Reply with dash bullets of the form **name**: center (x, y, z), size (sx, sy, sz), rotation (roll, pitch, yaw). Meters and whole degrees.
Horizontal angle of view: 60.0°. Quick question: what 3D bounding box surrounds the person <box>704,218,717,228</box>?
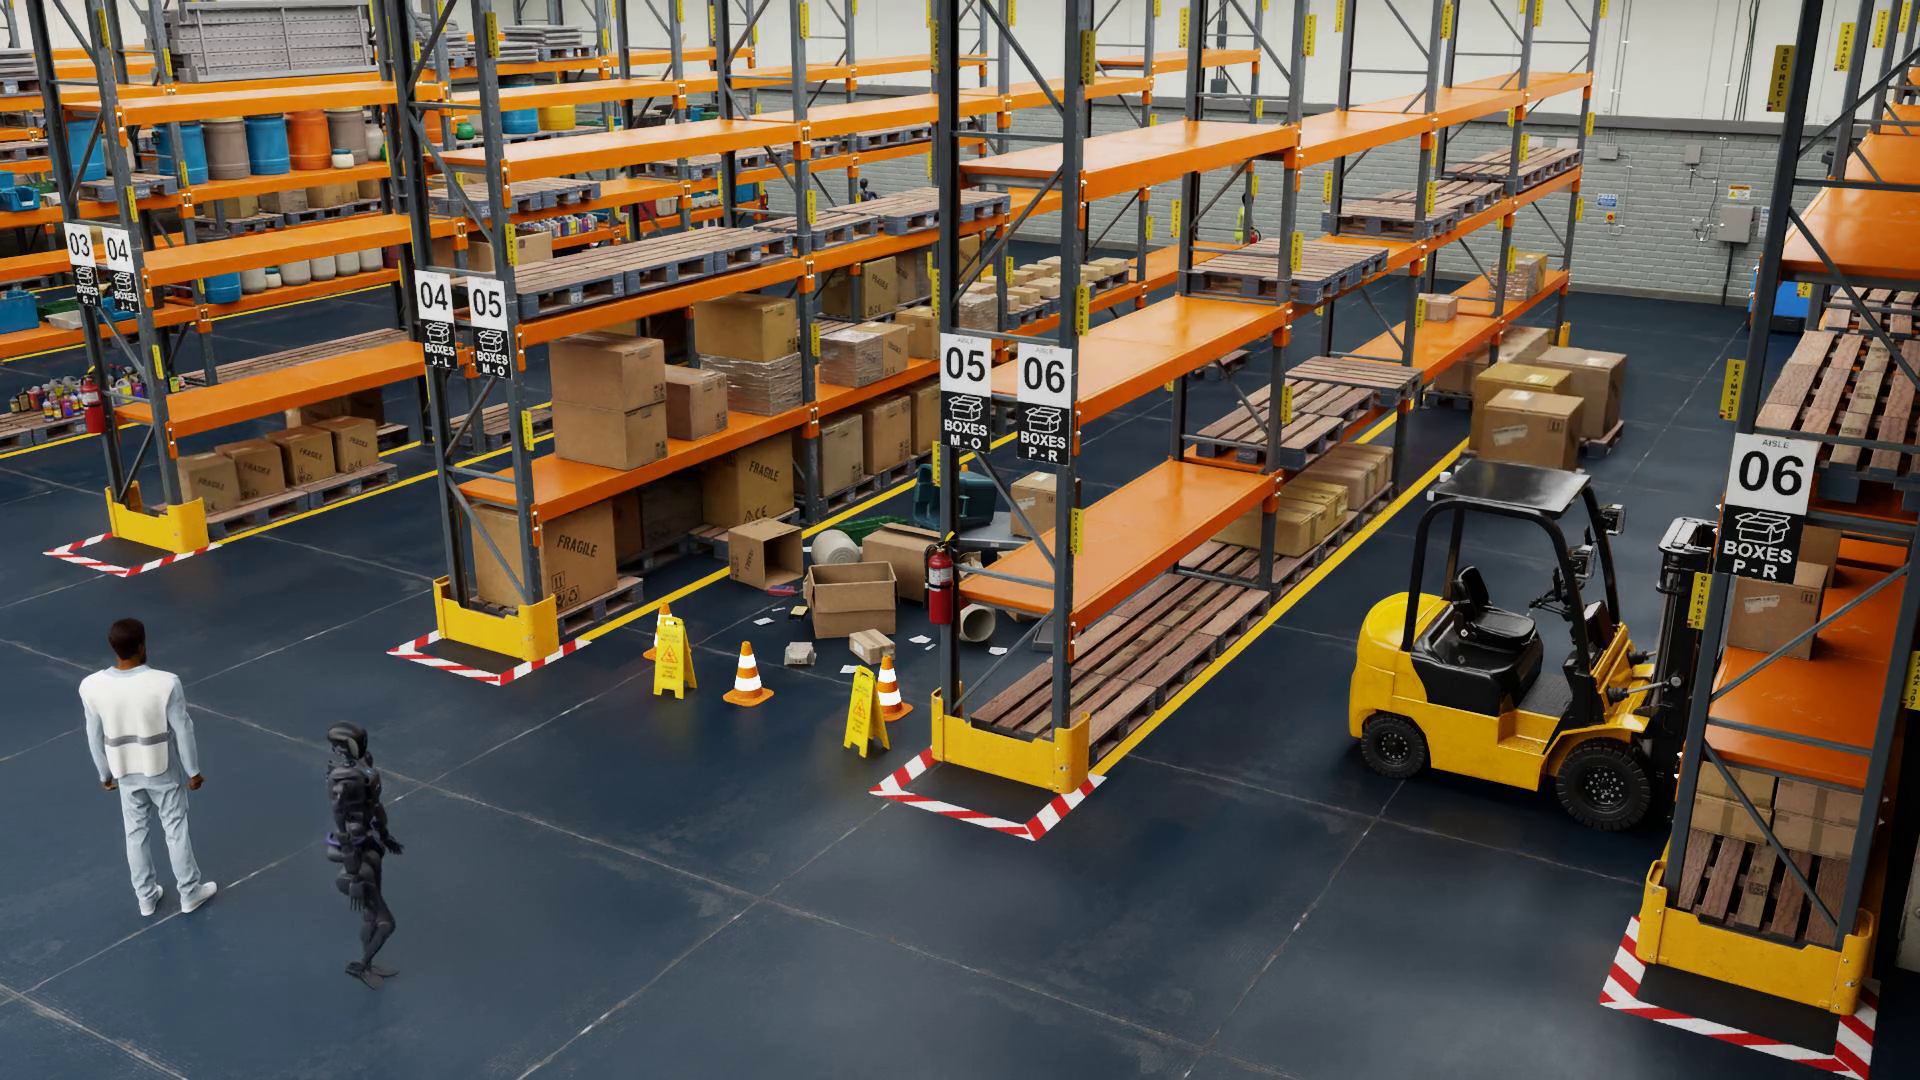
- **person**: center (-5.243, -7.062, 34.864), size (0.489, 1.688, 0.351), rotation (-6, 20, -18)

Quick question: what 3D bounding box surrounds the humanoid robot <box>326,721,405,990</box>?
- **humanoid robot**: center (-3.357, 1.762, 9.372), size (0.343, 1.649, 0.584), rotation (0, 19, -1)

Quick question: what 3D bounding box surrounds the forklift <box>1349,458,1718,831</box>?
- **forklift**: center (3.988, 0.658, 11.776), size (2.313, 2.155, 1.214), rotation (11, 22, 29)

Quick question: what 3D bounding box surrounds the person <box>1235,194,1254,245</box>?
- **person**: center (5.191, -5.513, 30.382), size (0.319, 1.687, 0.538), rotation (-1, 19, -4)

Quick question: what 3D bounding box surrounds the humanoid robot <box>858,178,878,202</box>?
- **humanoid robot**: center (-1.847, -6.284, 32.702), size (0.602, 1.628, 0.783), rotation (-9, 21, -25)

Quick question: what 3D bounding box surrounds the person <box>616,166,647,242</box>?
- **person**: center (-6.833, -6.969, 34.458), size (0.519, 1.775, 0.531), rotation (-16, 25, -39)

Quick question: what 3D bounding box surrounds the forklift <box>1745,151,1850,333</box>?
- **forklift**: center (13.620, -4.667, 26.137), size (1.873, 2.768, 1.129), rotation (11, 22, 29)

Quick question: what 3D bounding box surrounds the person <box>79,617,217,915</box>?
- **person**: center (-4.928, 1.384, 10.092), size (0.599, 1.917, 0.378), rotation (-2, 19, -5)
